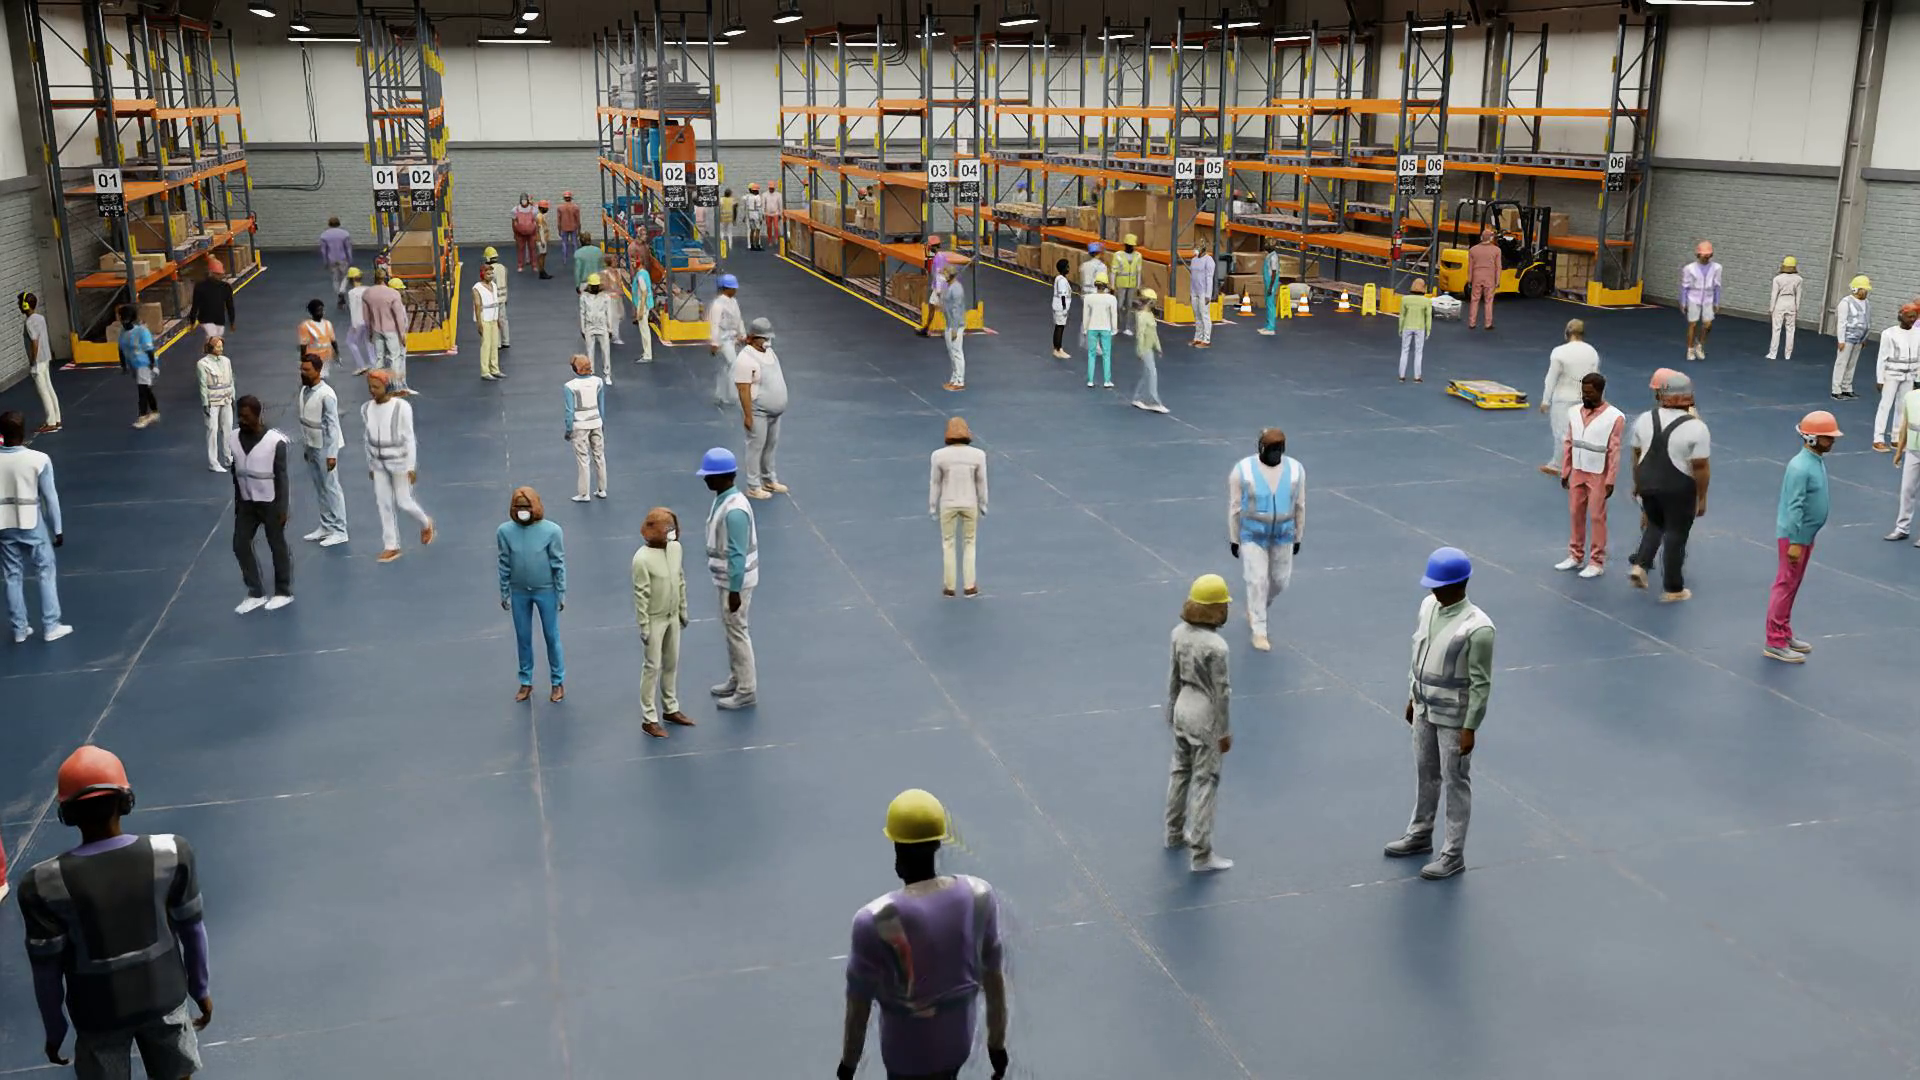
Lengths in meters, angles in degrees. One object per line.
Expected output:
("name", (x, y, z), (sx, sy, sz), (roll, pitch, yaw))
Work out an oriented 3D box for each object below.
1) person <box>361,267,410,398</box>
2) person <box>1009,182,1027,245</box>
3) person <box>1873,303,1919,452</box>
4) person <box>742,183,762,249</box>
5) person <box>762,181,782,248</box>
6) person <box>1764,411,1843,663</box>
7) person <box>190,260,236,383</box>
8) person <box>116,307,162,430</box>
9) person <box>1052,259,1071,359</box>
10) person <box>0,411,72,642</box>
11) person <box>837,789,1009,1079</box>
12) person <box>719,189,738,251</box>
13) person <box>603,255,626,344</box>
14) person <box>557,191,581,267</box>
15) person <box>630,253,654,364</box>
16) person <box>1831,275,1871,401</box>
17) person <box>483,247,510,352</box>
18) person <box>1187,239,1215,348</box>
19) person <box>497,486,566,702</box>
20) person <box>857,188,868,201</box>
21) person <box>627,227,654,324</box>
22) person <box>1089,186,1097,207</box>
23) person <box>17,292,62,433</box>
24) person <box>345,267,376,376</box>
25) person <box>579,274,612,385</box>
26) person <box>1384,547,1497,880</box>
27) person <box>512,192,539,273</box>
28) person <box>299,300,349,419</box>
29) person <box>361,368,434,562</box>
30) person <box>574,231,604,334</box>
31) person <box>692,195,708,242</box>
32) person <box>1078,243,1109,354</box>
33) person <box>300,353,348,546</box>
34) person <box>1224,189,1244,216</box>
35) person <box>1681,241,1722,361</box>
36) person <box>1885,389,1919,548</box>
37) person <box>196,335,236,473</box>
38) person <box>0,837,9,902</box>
("person", (-8.530, -3.077, 24.709), (0.637, 1.938, 0.355), (3, 15, 12))
("person", (1.791, -9.977, 50.782), (0.652, 1.875, 1.040), (13, 19, 40))
("person", (11.796, -2.034, 20.914), (0.583, 1.879, 0.349), (-2, 15, -7))
("person", (-6.152, -9.602, 49.289), (0.590, 1.926, 0.388), (-1, 15, -3))
("person", (-5.630, -9.737, 49.756), (0.605, 1.931, 1.074), (-1, 15, -4))
("person", (6.668, -0.041, 13.175), (0.383, 1.996, 0.609), (11, 19, 36))
("person", (-11.814, -3.463, 26.208), (1.011, 1.932, 0.656), (10, 18, 34))
("person", (-11.103, -2.323, 22.411), (0.607, 1.644, 0.853), (5, 16, 19))
("person", (1.746, -3.967, 28.524), (0.320, 1.697, 0.531), (-2, 15, -6))
("person", (-7.656, -0.097, 13.572), (0.590, 1.908, 0.393), (-2, 15, -9))
("person", (-0.157, 1.850, 6.232), (0.597, 1.899, 0.692), (-10, 18, -32))
("person", (-6.819, -9.292, 48.367), (0.723, 1.801, 0.443), (-4, 15, -14))
("person", (-6.312, -4.366, 30.161), (0.463, 1.623, 0.528), (5, 16, 18))
("person", (-10.353, -8.245, 44.081), (0.612, 1.983, 0.414), (-2, 15, -8))
("person", (-5.332, -3.895, 27.967), (0.374, 1.843, 0.575), (-2, 15, -8))
("person", (13.173, -2.979, 24.541), (0.587, 1.836, 0.404), (-8, 17, -28))
("person", (-8.179, -4.223, 29.226), (0.403, 1.831, 0.595), (6, 16, 22))
("person", (4.308, -4.396, 29.704), (0.368, 1.932, 0.623), (-8, 17, -26))
("person", (-3.142, 0.394, 12.248), (0.500, 1.627, 0.278), (1, 15, 3))
("person", (-2.634, -8.532, 45.132), (0.381, 1.995, 0.611), (6, 16, 22))
("person", (-6.273, -5.210, 32.824), (0.399, 1.900, 0.648), (5, 16, 19))
("person", (4.279, -10.478, 53.162), (0.286, 1.627, 0.503), (-5, 16, -19))
("person", (-12.289, -2.364, 22.161), (0.319, 1.870, 0.521), (-3, 15, -9))
("person", (-9.606, -3.479, 26.594), (0.477, 1.752, 0.534), (5, 16, 19))
("person", (-5.637, -3.262, 25.799), (0.485, 1.737, 0.322), (-3, 15, -11))
("person", (2.752, 0.970, 9.483), (0.399, 1.939, 0.602), (-6, 16, -22))
("person", (-11.095, -7.863, 42.526), (0.683, 2.000, 0.538), (-4, 15, -13))
("person", (-8.801, -2.496, 23.050), (0.847, 1.649, 0.557), (7, 16, 24))
("person", (-5.454, -0.738, 16.049), (0.603, 1.870, 0.634), (5, 16, 18))
("person", (-6.984, -4.835, 31.346), (0.629, 1.933, 0.364), (-14, 20, -42))
("person", (-7.106, -8.408, 45.029), (0.632, 1.816, 0.849), (-10, 18, -34))
("person", (2.306, -4.176, 28.900), (0.390, 1.918, 0.668), (-11, 18, -36))
("person", (-6.372, -0.913, 16.600), (0.596, 1.920, 0.380), (14, 20, 43))
("person", (7.558, -8.772, 46.156), (0.581, 1.924, 0.490), (-4, 15, -15))
("person", (12.526, -4.026, 28.122), (0.631, 2.021, 0.546), (3, 15, 10))
("person", (9.616, -0.850, 16.525), (0.388, 1.838, 0.574), (-9, 17, -30))
("person", (-8.852, -1.627, 19.847), (0.313, 1.634, 0.514), (5, 16, 19))
("person", (-5.530, 1.181, 9.037), (0.528, 1.760, 0.334), (3, 15, 11))
